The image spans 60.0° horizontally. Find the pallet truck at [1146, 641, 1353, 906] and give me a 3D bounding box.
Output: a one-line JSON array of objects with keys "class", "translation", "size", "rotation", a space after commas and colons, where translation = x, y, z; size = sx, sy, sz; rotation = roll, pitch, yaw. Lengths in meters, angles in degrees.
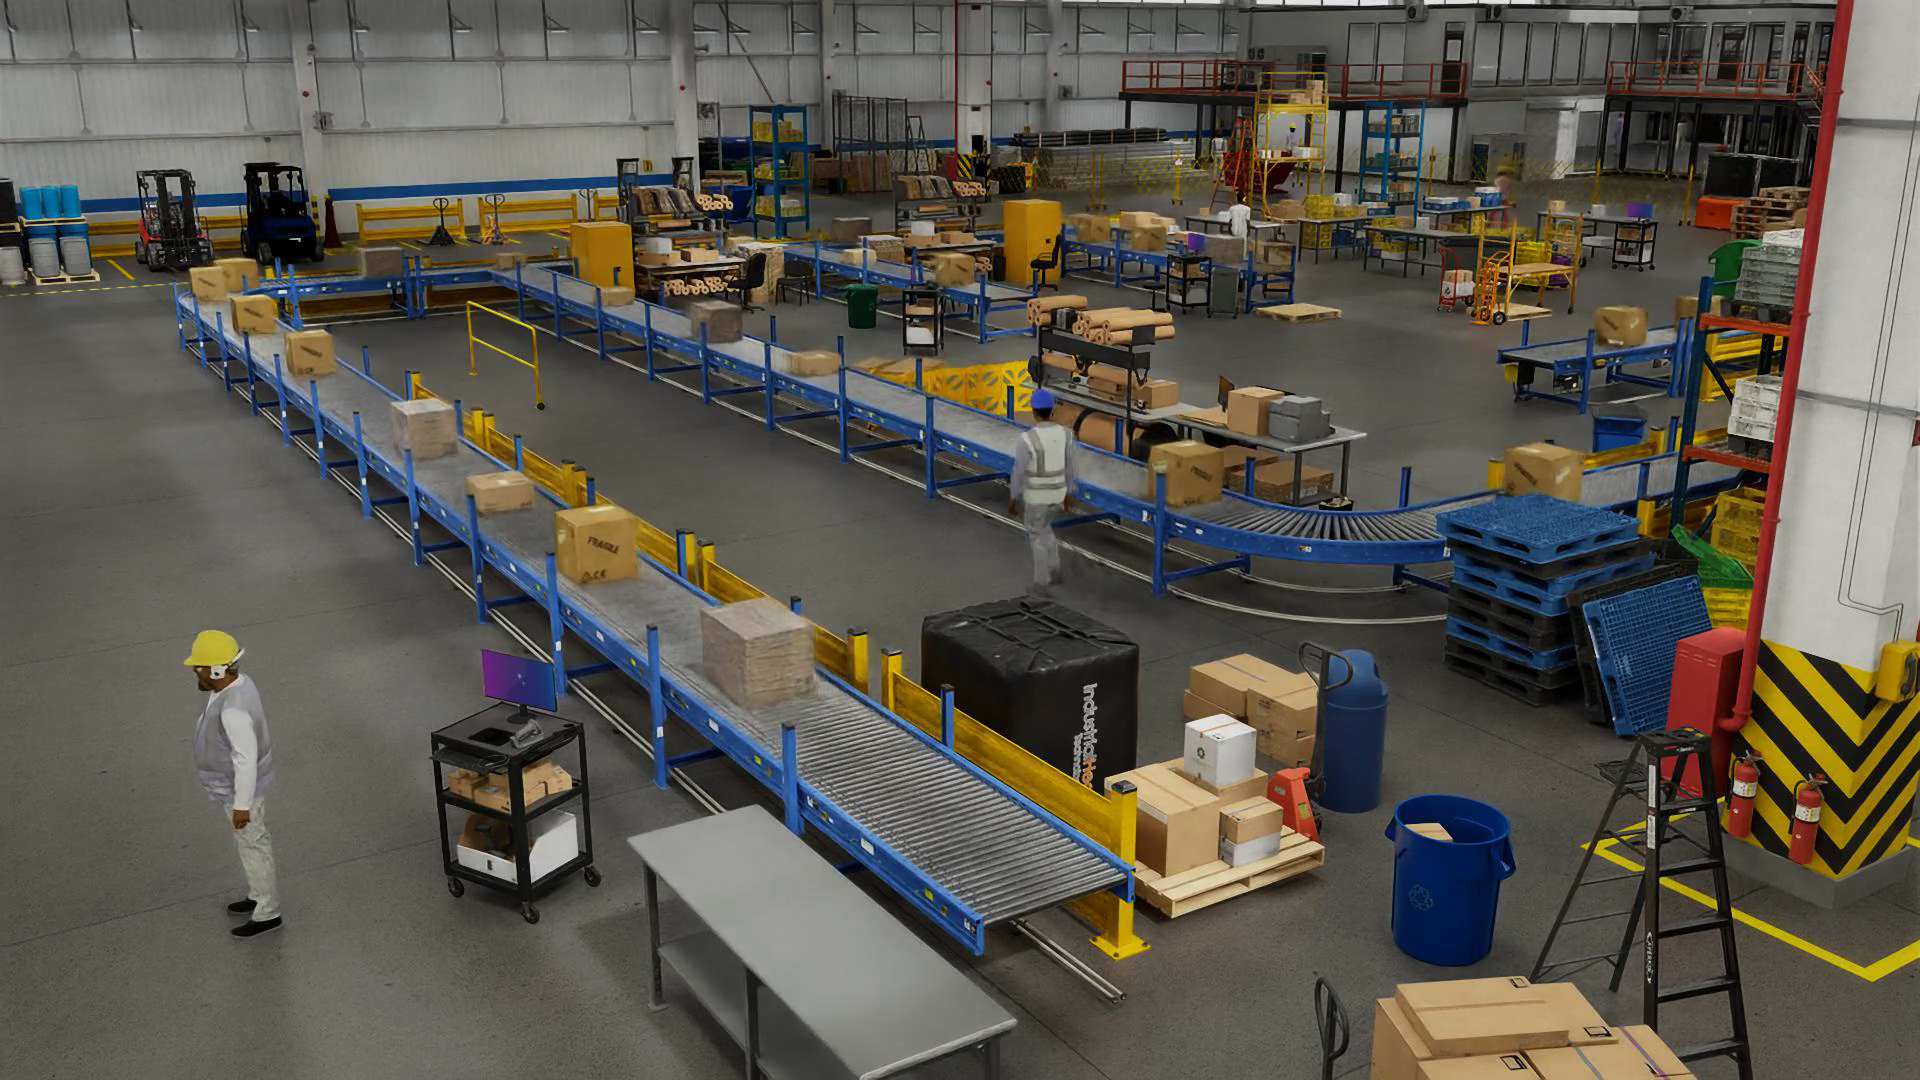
[{"class": "pallet truck", "translation": [1.664, 1.407, 10.232], "size": [1.630, 1.274, 0.653], "rotation": [-10, 20, -31]}]

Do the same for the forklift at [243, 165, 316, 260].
[{"class": "forklift", "translation": [-15.898, -7.669, 38.708], "size": [1.157, 1.987, 2.680], "rotation": [-11, 20, -33]}]

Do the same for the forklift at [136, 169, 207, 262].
[{"class": "forklift", "translation": [-17.842, -7.318, 37.559], "size": [1.157, 1.987, 2.680], "rotation": [-10, 20, -31]}]

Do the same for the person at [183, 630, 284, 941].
[{"class": "person", "translation": [-4.103, 1.375, 9.427], "size": [0.403, 1.830, 0.601], "rotation": [-7, 18, -23]}]

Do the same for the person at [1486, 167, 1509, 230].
[{"class": "person", "translation": [14.408, -9.118, 44.518], "size": [0.546, 1.715, 0.920], "rotation": [-6, 18, -19]}]

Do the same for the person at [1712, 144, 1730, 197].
[{"class": "person", "translation": [23.283, -11.130, 50.889], "size": [0.397, 1.922, 0.547], "rotation": [15, 22, 41]}]

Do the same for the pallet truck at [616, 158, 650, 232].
[{"class": "pallet truck", "translation": [-8.918, -9.176, 44.255], "size": [0.823, 1.965, 1.885], "rotation": [-9, 19, -27]}]

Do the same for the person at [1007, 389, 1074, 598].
[{"class": "person", "translation": [0.741, -0.424, 15.242], "size": [0.616, 1.926, 0.442], "rotation": [-14, 22, -38]}]

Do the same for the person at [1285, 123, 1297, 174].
[{"class": "person", "translation": [12.687, -15.016, 63.808], "size": [0.388, 1.926, 0.590], "rotation": [5, 18, 17]}]

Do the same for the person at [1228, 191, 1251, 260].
[{"class": "person", "translation": [6.005, -6.545, 35.730], "size": [0.520, 1.865, 0.327], "rotation": [9, 19, 29]}]

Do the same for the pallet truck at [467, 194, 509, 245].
[{"class": "pallet truck", "translation": [-11.983, -8.177, 42.137], "size": [0.704, 1.261, 1.522], "rotation": [-11, 20, -33]}]

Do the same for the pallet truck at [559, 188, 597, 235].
[{"class": "pallet truck", "translation": [-10.010, -8.652, 43.699], "size": [0.653, 1.274, 1.630], "rotation": [-10, 20, -31]}]

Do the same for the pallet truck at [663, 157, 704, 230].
[{"class": "pallet truck", "translation": [-7.586, -9.308, 44.692], "size": [0.823, 1.965, 1.885], "rotation": [-11, 20, -33]}]

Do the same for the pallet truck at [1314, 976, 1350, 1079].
[{"class": "pallet truck", "translation": [2.299, 2.390, 7.086], "size": [1.601, 1.201, 0.680], "rotation": [-2, 17, -7]}]

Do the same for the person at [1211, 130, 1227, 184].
[{"class": "person", "translation": [9.291, -13.736, 59.619], "size": [0.573, 1.887, 0.354], "rotation": [7, 18, 21]}]

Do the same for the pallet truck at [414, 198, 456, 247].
[{"class": "pallet truck", "translation": [-13.250, -8.060, 41.856], "size": [0.680, 1.201, 1.601], "rotation": [-10, 20, -31]}]
